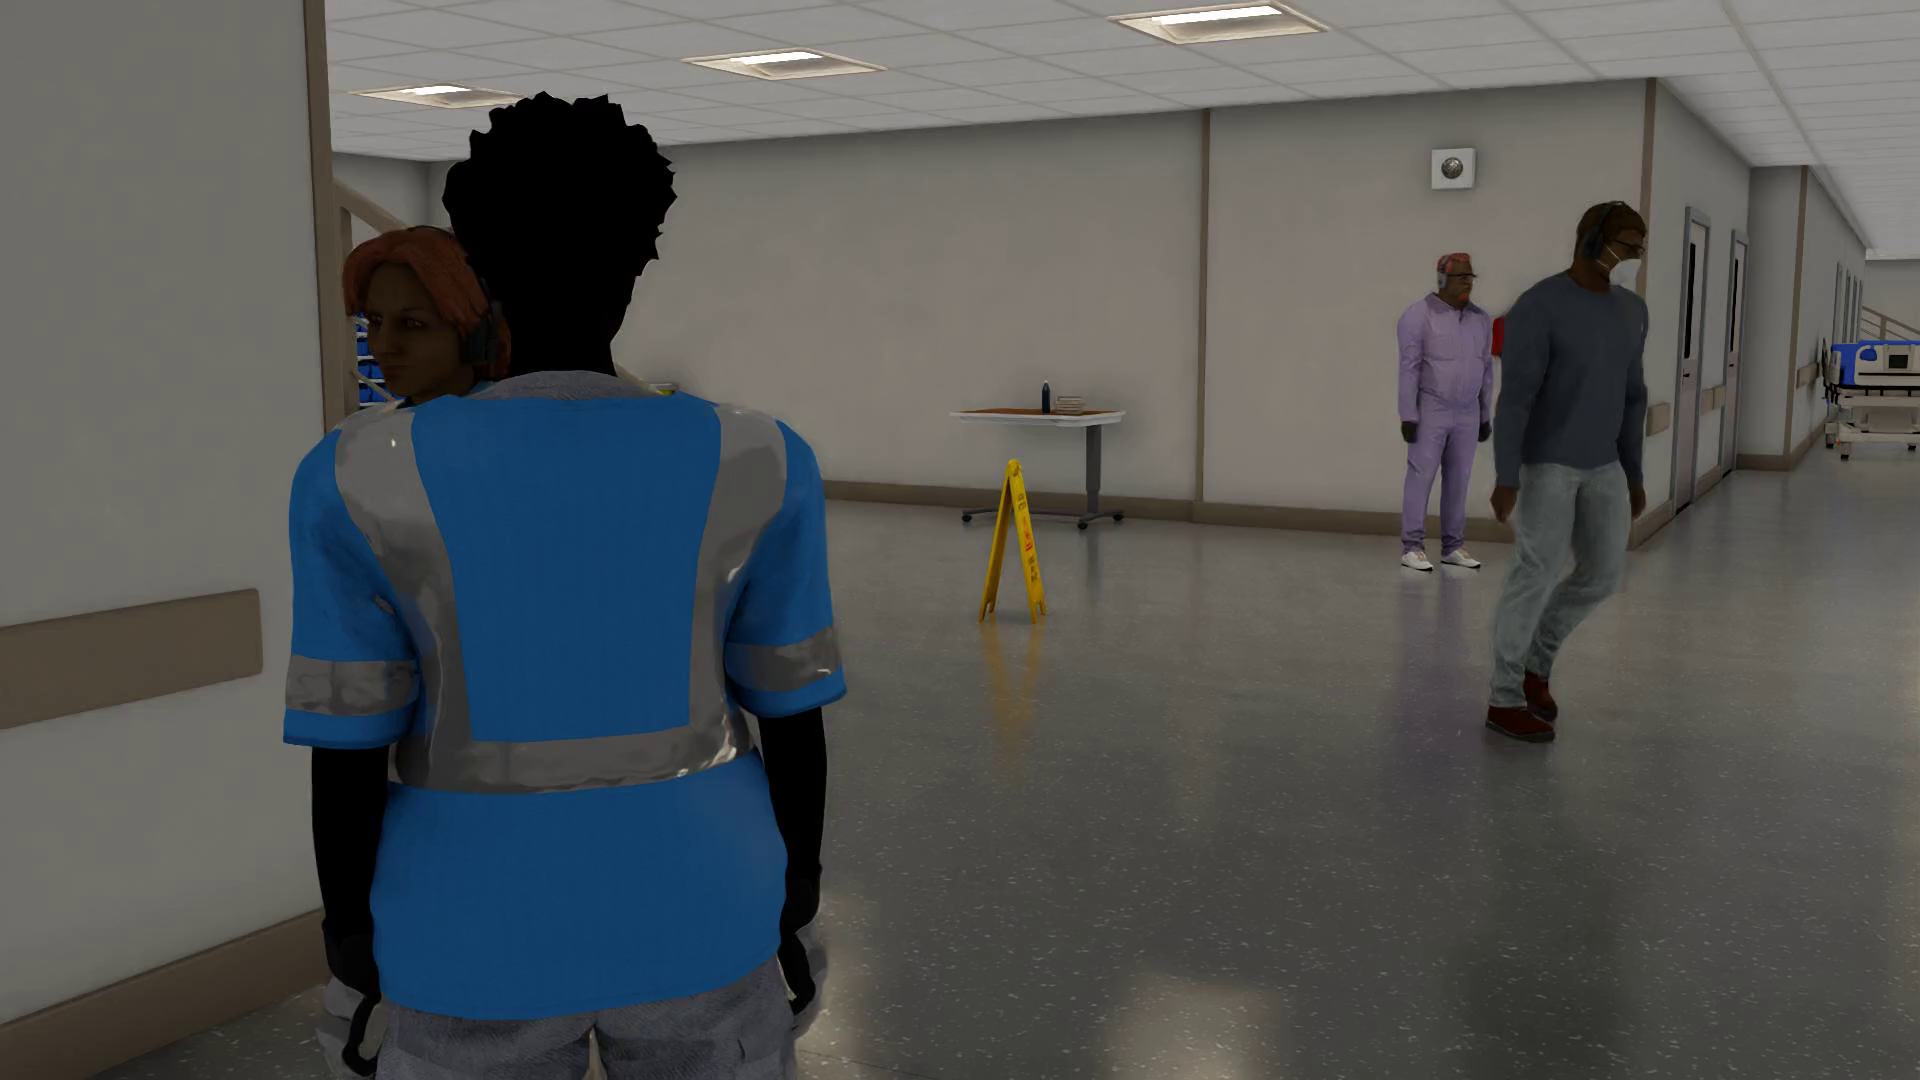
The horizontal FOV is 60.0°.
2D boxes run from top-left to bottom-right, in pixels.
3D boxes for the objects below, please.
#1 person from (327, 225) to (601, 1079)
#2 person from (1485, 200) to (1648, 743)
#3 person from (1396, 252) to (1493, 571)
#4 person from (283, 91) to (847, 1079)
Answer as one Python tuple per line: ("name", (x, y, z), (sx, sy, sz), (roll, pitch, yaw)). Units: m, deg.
("person", (-0.687, 0.355, 2.469), (0.521, 1.609, 0.528), (5, 9, 35))
("person", (2.173, -0.253, 5.990), (0.687, 1.916, 0.491), (-4, 8, -28))
("person", (2.923, -0.762, 9.975), (0.648, 1.899, 0.397), (-3, 8, -20))
("person", (-0.380, 0.413, 1.683), (0.540, 1.695, 0.317), (-3, 8, -19))
